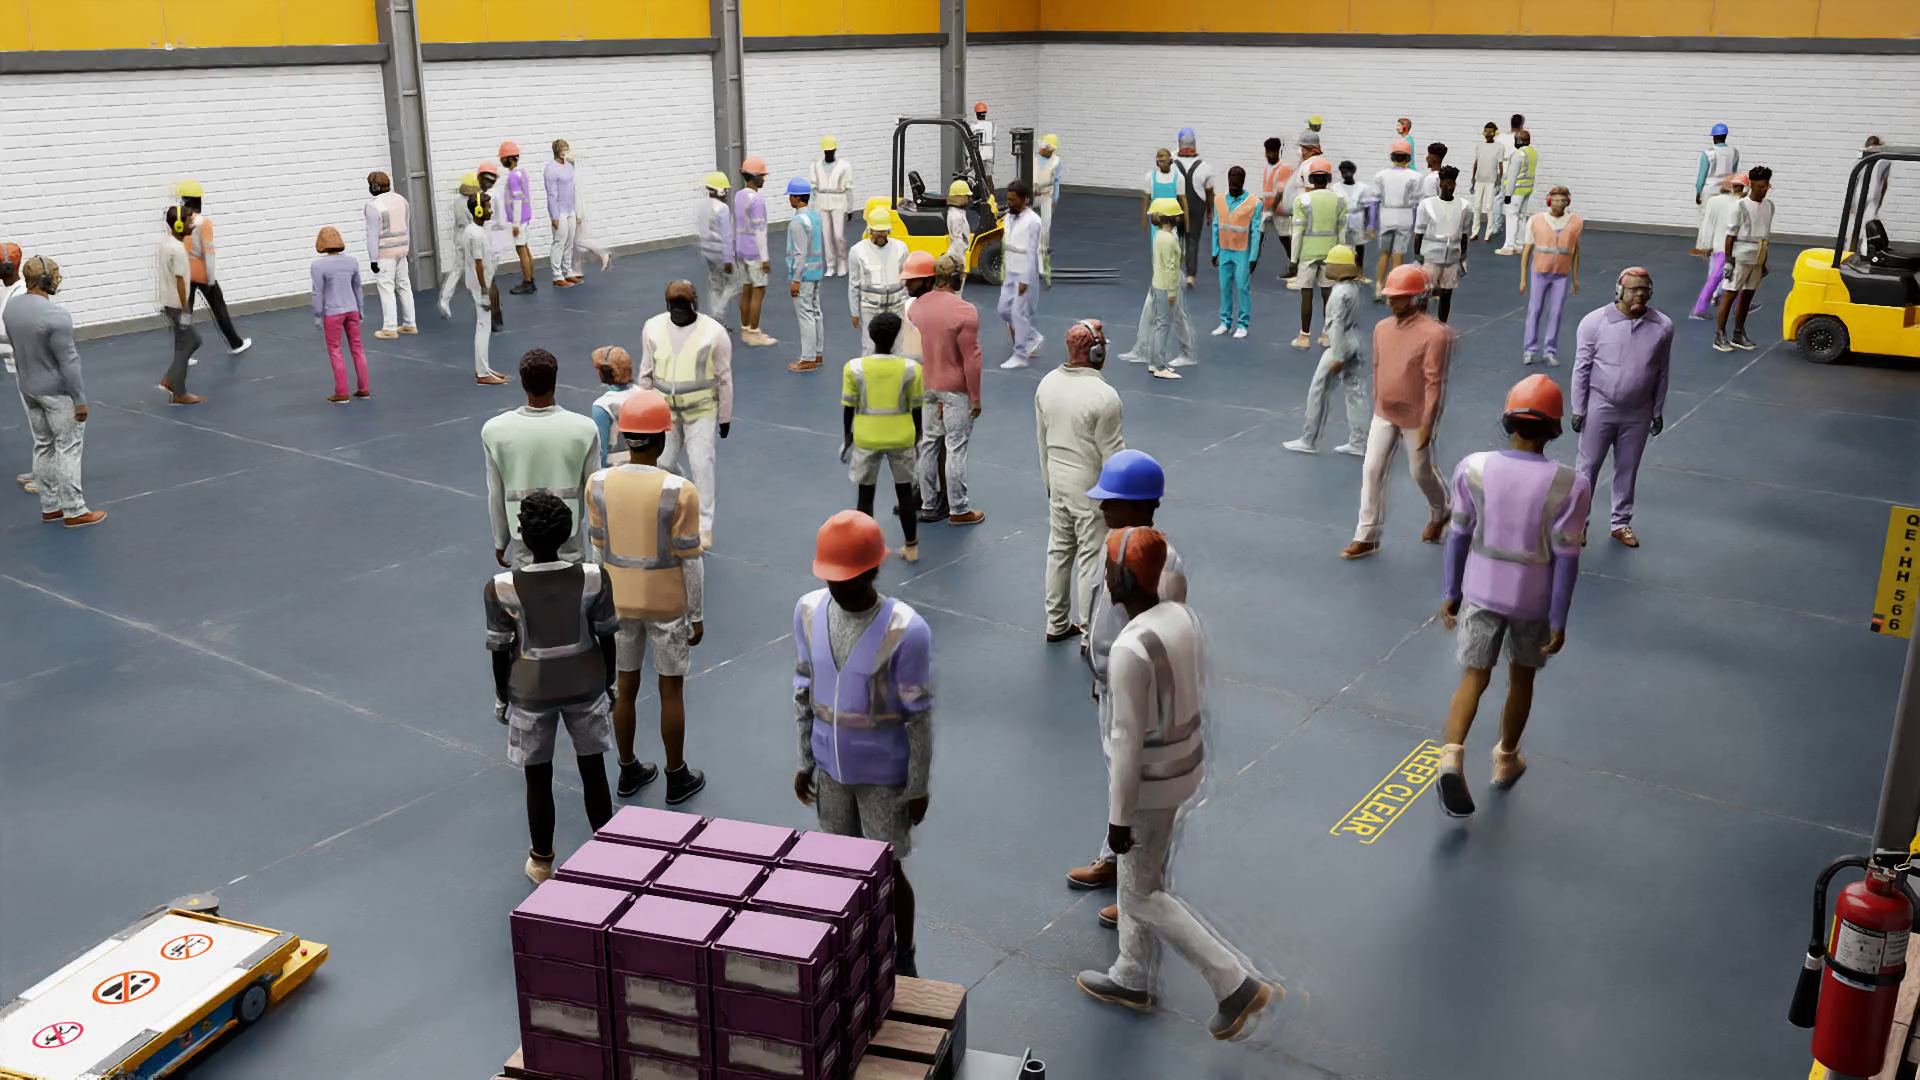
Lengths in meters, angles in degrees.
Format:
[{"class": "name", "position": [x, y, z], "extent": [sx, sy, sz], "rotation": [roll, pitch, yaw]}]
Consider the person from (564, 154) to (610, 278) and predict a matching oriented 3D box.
[{"class": "person", "position": [-5.169, -4.430, 22.599], "extent": [0.612, 1.732, 0.566], "rotation": [-8, 20, -24]}]

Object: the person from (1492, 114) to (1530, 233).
[{"class": "person", "position": [8.949, -5.936, 27.056], "extent": [0.407, 1.908, 0.619], "rotation": [-16, 24, -41]}]

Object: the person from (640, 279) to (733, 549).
[{"class": "person", "position": [-1.850, -0.880, 11.354], "extent": [0.650, 1.826, 0.560], "rotation": [4, 18, 12]}]

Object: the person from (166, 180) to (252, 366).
[{"class": "person", "position": [-7.865, -2.768, 17.192], "extent": [0.591, 1.870, 1.027], "rotation": [5, 18, 15]}]

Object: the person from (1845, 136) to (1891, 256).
[{"class": "person", "position": [13.084, -4.909, 24.010], "extent": [0.507, 1.800, 0.974], "rotation": [7, 19, 21]}]

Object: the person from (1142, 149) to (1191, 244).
[{"class": "person", "position": [2.688, -4.158, 21.611], "extent": [0.653, 1.819, 0.511], "rotation": [2, 18, 6]}]

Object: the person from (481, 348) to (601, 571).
[{"class": "person", "position": [-2.115, -0.027, 8.562], "extent": [0.585, 1.911, 0.391], "rotation": [-4, 18, -11]}]

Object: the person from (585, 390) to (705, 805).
[{"class": "person", "position": [-1.409, 0.270, 7.605], "extent": [0.539, 1.929, 0.388], "rotation": [4, 18, 12]}]

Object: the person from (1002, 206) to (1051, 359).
[{"class": "person", "position": [0.658, -2.754, 17.575], "extent": [0.551, 1.596, 0.704], "rotation": [-7, 19, -21]}]

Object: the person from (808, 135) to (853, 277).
[{"class": "person", "position": [-1.777, -4.533, 22.643], "extent": [0.603, 1.911, 0.477], "rotation": [4, 18, 12]}]

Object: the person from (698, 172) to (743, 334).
[{"class": "person", "position": [-2.672, -3.180, 18.558], "extent": [0.439, 1.813, 0.620], "rotation": [-12, 21, -34]}]

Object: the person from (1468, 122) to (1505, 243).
[{"class": "person", "position": [8.247, -5.607, 26.094], "extent": [0.509, 1.860, 0.334], "rotation": [15, 23, 40]}]

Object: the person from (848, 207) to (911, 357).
[{"class": "person", "position": [-0.731, -2.158, 15.371], "extent": [0.601, 1.819, 0.403], "rotation": [-6, 19, -18]}]

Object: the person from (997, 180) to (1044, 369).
[{"class": "person", "position": [0.614, -2.699, 16.926], "extent": [0.522, 1.896, 0.613], "rotation": [-11, 21, -30]}]

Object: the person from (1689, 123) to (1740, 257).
[{"class": "person", "position": [11.139, -5.155, 24.551], "extent": [0.604, 1.939, 0.416], "rotation": [-3, 18, -8]}]

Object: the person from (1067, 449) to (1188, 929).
[{"class": "person", "position": [0.676, 0.585, 6.575], "extent": [0.397, 1.949, 0.603], "rotation": [-5, 18, -15]}]

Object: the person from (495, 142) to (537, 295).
[{"class": "person", "position": [-5.692, -4.122, 21.342], "extent": [0.405, 1.929, 0.602], "rotation": [-2, 18, -7]}]

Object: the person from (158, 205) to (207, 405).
[{"class": "person", "position": [-7.187, -2.155, 15.326], "extent": [0.432, 1.837, 0.544], "rotation": [-12, 21, -32]}]

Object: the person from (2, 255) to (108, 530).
[{"class": "person", "position": [-6.349, -1.024, 11.651], "extent": [0.635, 1.928, 0.382], "rotation": [9, 20, 26]}]

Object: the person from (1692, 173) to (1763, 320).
[{"class": "person", "position": [9.136, -3.448, 19.599], "extent": [0.921, 1.681, 0.599], "rotation": [-1, 18, -2]}]

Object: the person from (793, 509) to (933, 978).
[{"class": "person", "position": [-0.363, 0.802, 5.944], "extent": [0.544, 1.923, 0.407], "rotation": [11, 21, 30]}]

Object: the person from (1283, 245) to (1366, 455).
[{"class": "person", "position": [3.036, -1.549, 13.628], "extent": [0.769, 1.711, 0.508], "rotation": [10, 20, 28]}]

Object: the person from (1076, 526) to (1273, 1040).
[{"class": "person", "position": [0.776, 0.872, 5.829], "extent": [0.722, 1.862, 0.593], "rotation": [9, 20, 27]}]

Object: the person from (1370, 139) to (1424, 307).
[{"class": "person", "position": [5.400, -3.898, 20.468], "extent": [0.628, 2.024, 0.533], "rotation": [12, 21, 32]}]

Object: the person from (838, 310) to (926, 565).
[{"class": "person", "position": [-0.501, -0.649, 10.845], "extent": [0.552, 1.695, 0.322], "rotation": [-1, 18, -3]}]

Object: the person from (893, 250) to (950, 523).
[{"class": "person", "position": [-0.256, -1.084, 11.813], "extent": [0.379, 1.937, 0.548], "rotation": [-13, 22, -35]}]

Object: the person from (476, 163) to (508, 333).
[{"class": "person", "position": [-5.348, -3.328, 18.954], "extent": [0.373, 1.875, 0.656], "rotation": [-1, 18, -5]}]

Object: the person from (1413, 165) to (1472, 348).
[{"class": "person", "position": [5.164, -3.033, 17.864], "extent": [0.613, 1.963, 0.362], "rotation": [-1, 18, -4]}]

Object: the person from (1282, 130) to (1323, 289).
[{"class": "person", "position": [4.483, -4.319, 21.765], "extent": [0.537, 2.000, 0.682], "rotation": [4, 18, 13]}]

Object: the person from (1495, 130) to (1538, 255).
[{"class": "person", "position": [8.316, -5.172, 24.784], "extent": [0.429, 1.829, 0.638], "rotation": [17, 24, 42]}]

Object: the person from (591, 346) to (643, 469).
[{"class": "person", "position": [-2.032, -0.360, 10.043], "extent": [0.312, 1.633, 0.519], "rotation": [7, 19, 20]}]
